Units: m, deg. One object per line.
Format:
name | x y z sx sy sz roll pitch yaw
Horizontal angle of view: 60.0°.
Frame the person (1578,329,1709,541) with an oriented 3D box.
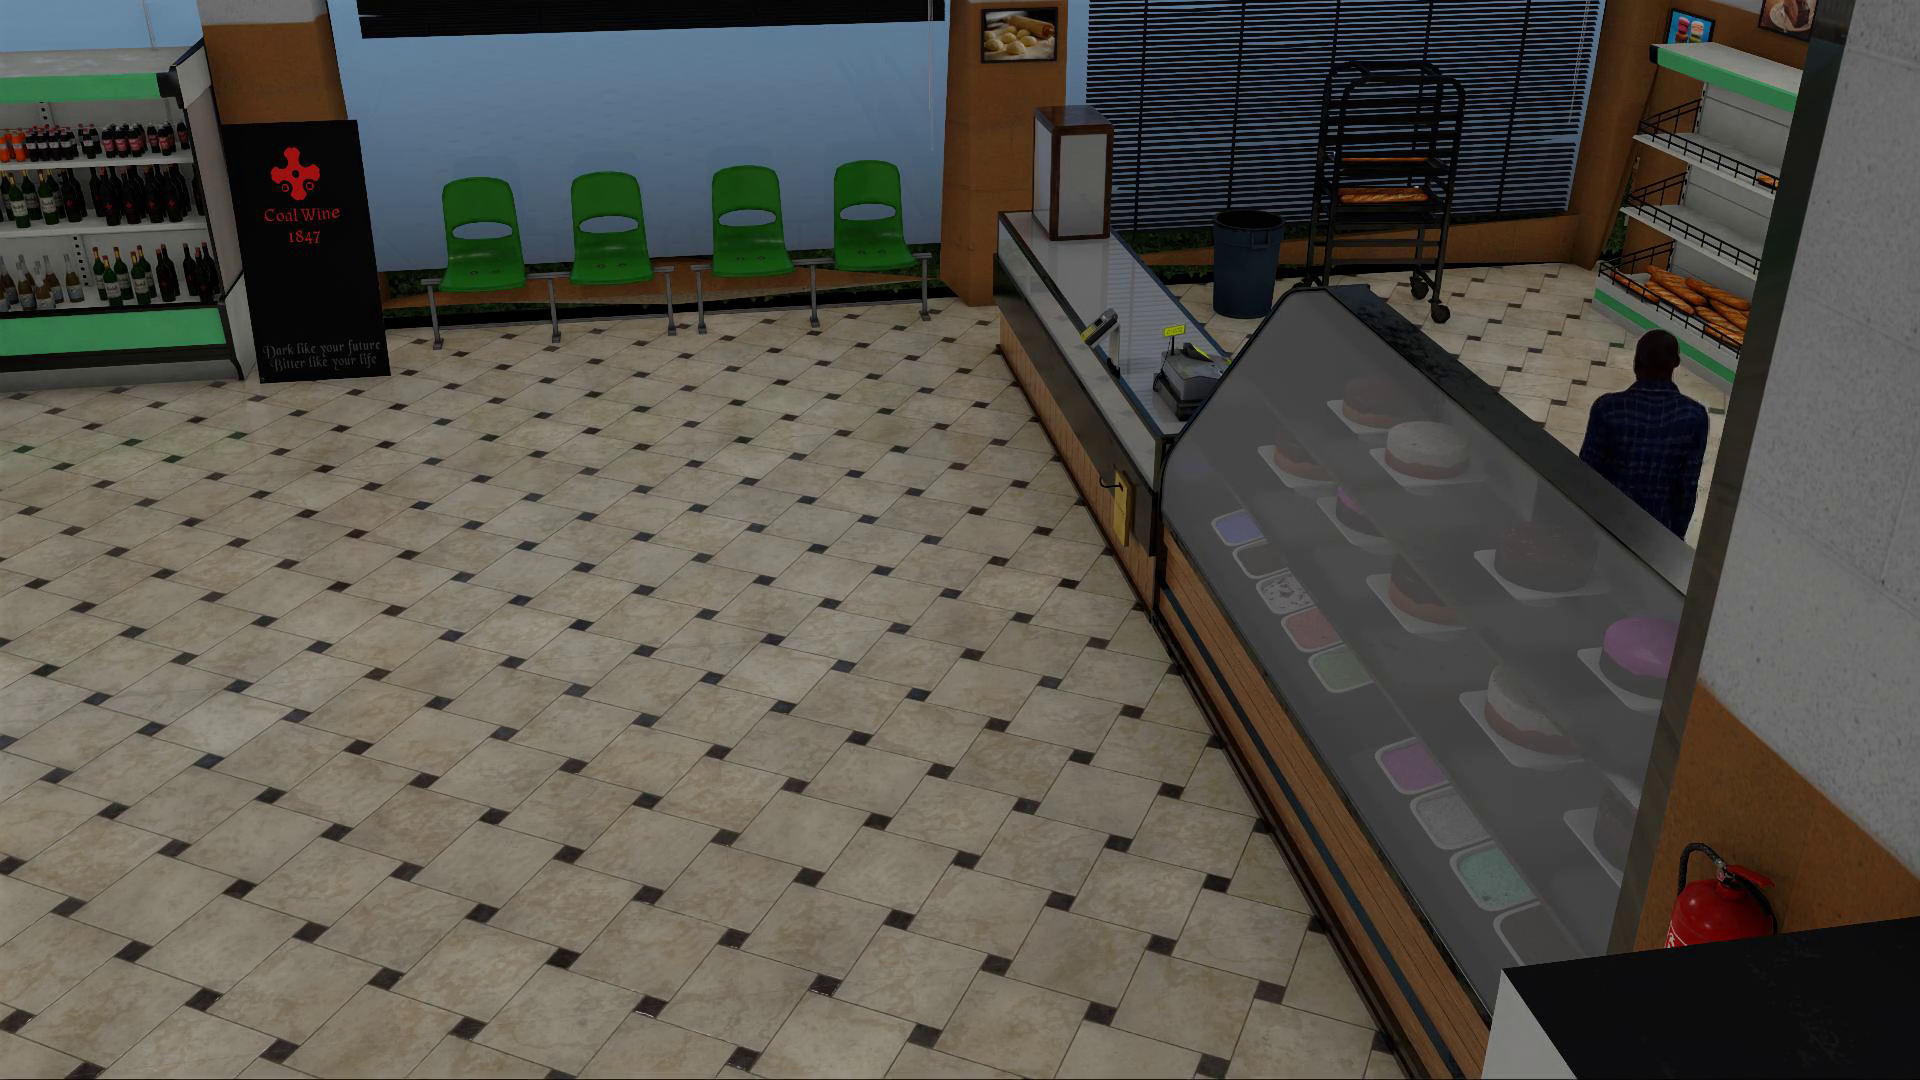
person | 2.862 0.041 7.091 1.030 1.785 0.963 6 28 12
